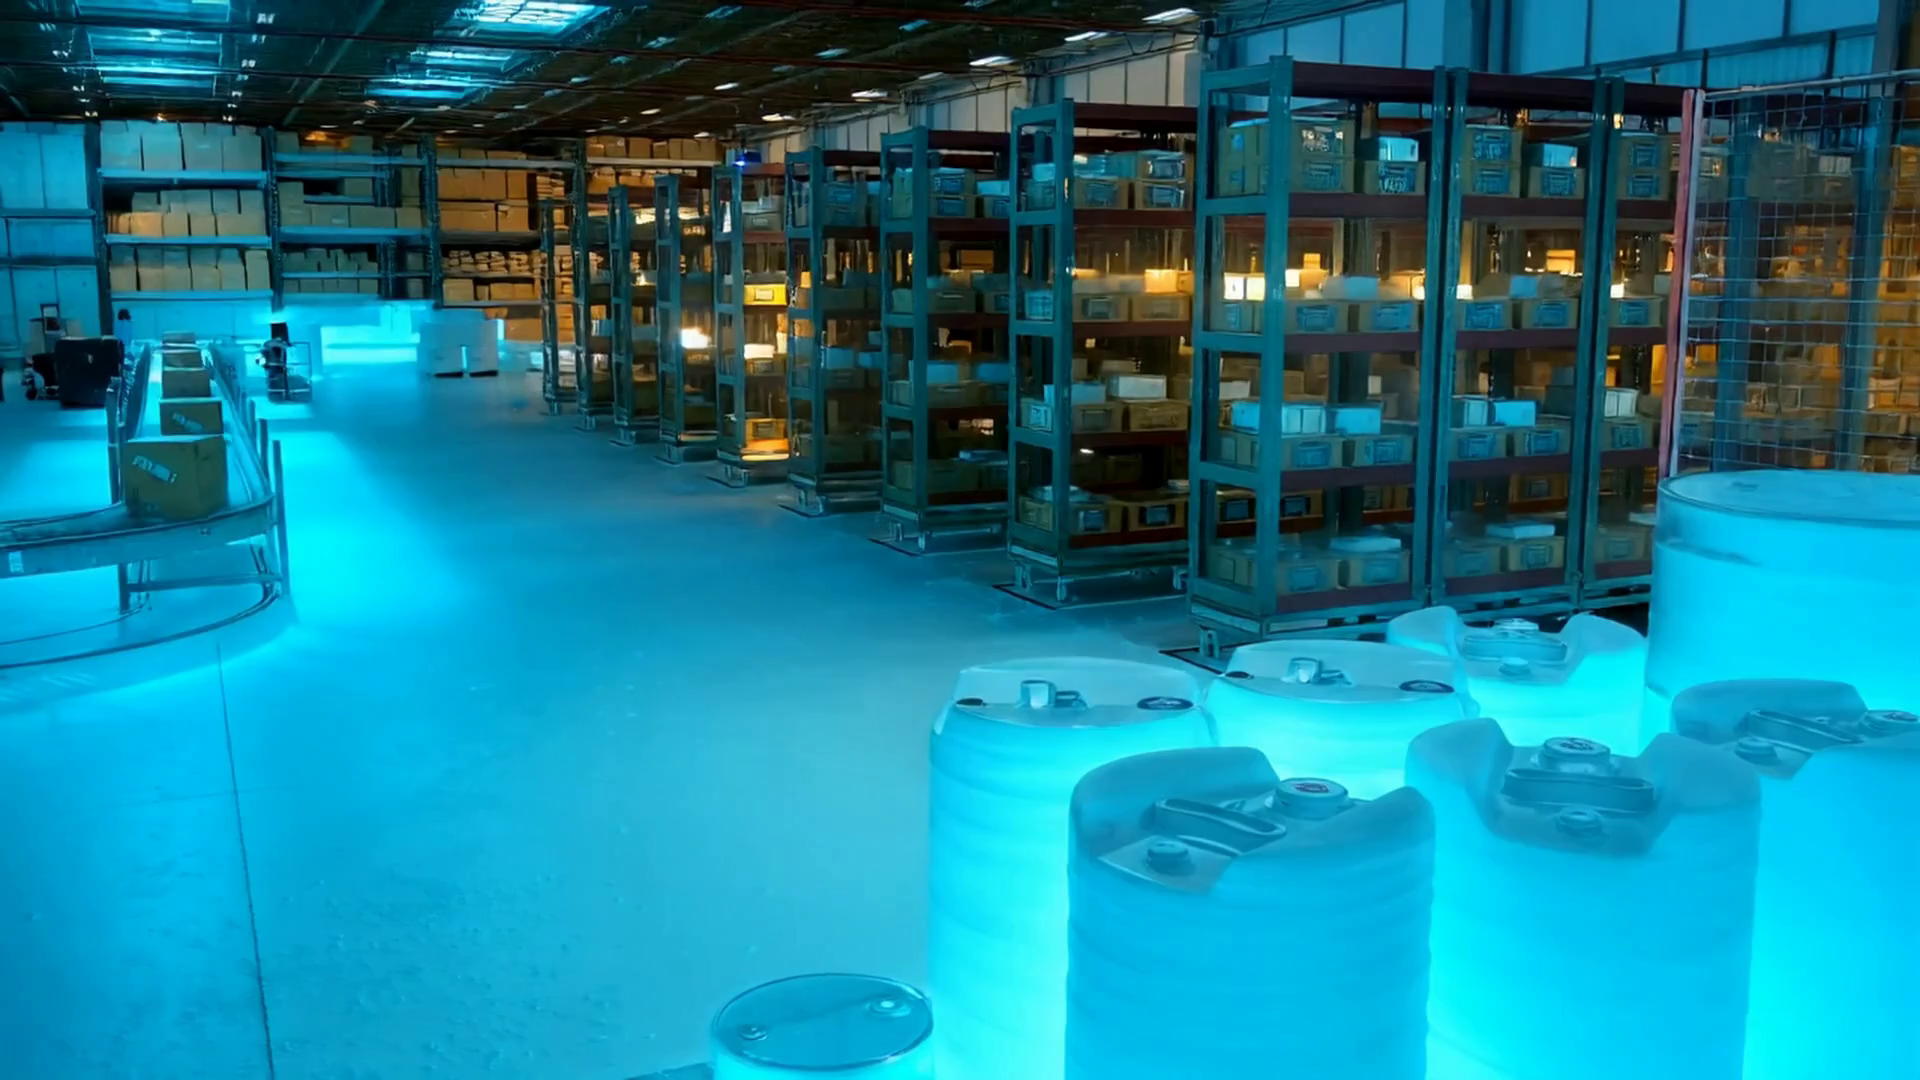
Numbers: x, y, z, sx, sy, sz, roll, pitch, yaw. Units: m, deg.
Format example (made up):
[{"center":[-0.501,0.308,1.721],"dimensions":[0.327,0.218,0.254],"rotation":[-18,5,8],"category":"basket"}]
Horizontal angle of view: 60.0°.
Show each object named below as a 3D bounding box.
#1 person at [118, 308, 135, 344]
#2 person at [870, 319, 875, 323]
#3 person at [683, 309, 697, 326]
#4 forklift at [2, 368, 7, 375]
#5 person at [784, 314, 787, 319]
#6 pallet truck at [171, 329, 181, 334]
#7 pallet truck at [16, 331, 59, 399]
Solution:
[{"center":[-18.446,-4.328,36.825],"dimensions":[0.493,1.625,0.282],"rotation":[8,12,40],"category":"person"},{"center":[-2.572,-6.080,47.384],"dimensions":[0.505,1.723,0.529],"rotation":[1,9,5],"category":"person"},{"center":[-6.983,-5.544,43.413],"dimensions":[0.611,1.937,0.535],"rotation":[6,11,34],"category":"person"},{"center":[-23.230,-5.200,38.347],"dimensions":[1.873,2.768,1.129],"rotation":[-4,10,-25],"category":"forklift"},{"center":[-3.243,-3.800,32.681],"dimensions":[0.402,1.906,0.651],"rotation":[0,9,-2],"category":"person"},{"center":[-17.275,-3.851,35.096],"dimensions":[1.601,1.201,0.680],"rotation":[0,9,1],"category":"pallet truck"},{"center":[-17.082,-3.353,31.781],"dimensions":[1.630,1.274,0.653],"rotation":[-4,10,-25],"category":"pallet truck"}]
